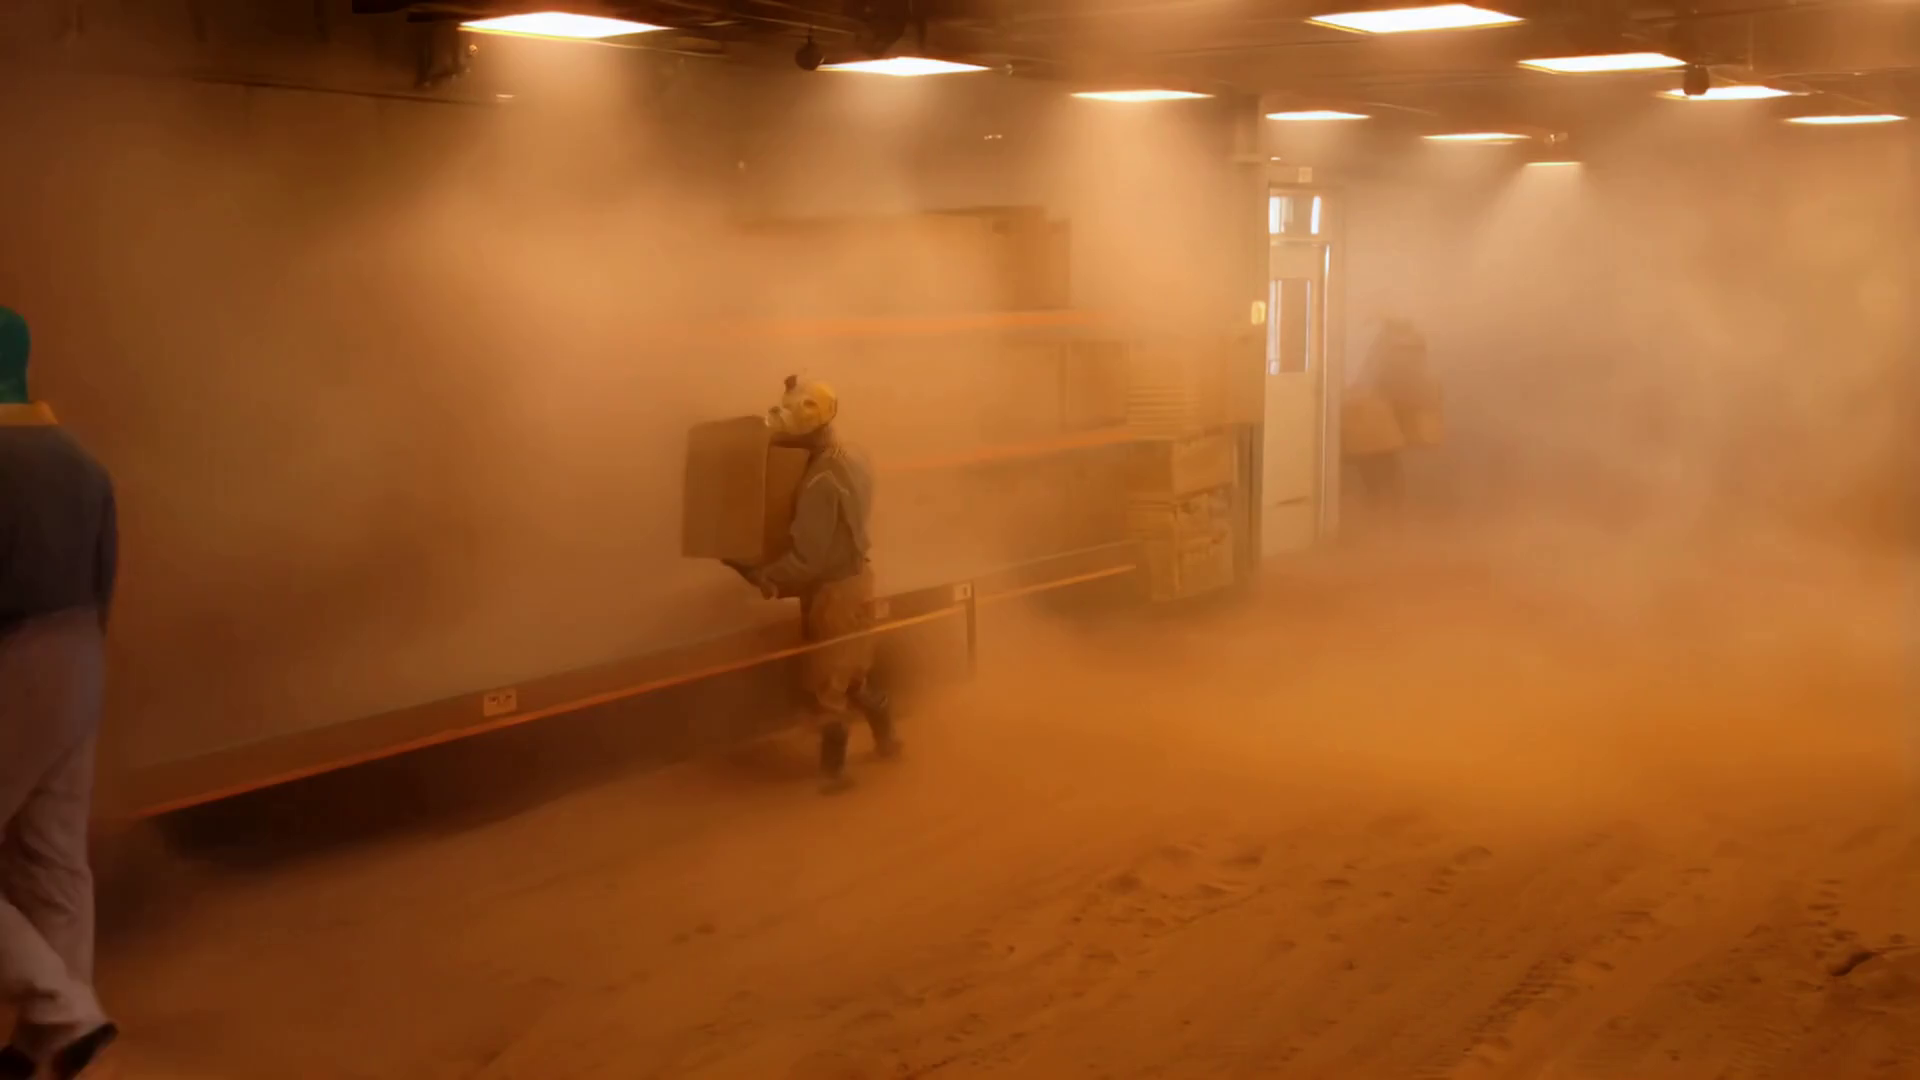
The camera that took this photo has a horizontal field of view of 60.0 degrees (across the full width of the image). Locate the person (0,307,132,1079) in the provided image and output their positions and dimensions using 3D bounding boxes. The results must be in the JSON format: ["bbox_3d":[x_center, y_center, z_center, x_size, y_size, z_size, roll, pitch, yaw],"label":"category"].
[{"bbox_3d":[-2.201,0.404,3.852,0.415,1.895,0.677,0,10,2],"label":"person"}]
